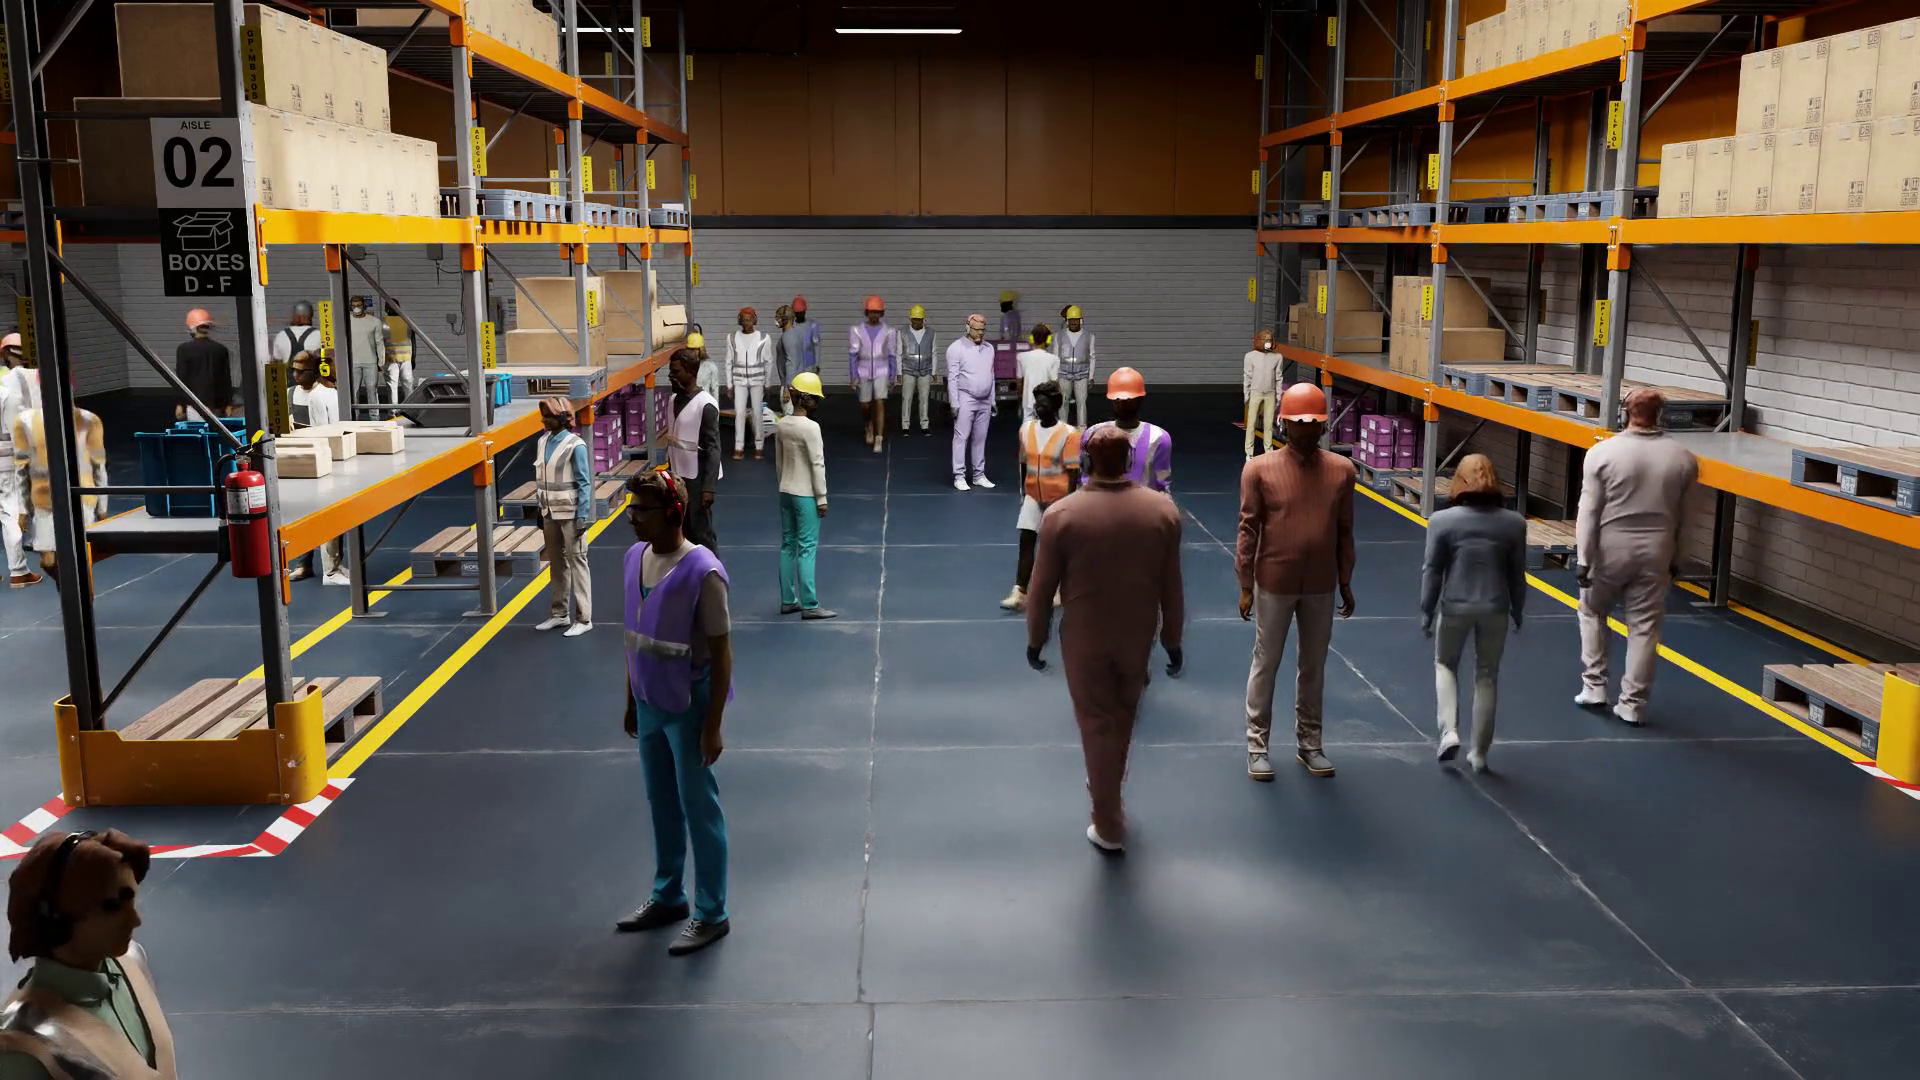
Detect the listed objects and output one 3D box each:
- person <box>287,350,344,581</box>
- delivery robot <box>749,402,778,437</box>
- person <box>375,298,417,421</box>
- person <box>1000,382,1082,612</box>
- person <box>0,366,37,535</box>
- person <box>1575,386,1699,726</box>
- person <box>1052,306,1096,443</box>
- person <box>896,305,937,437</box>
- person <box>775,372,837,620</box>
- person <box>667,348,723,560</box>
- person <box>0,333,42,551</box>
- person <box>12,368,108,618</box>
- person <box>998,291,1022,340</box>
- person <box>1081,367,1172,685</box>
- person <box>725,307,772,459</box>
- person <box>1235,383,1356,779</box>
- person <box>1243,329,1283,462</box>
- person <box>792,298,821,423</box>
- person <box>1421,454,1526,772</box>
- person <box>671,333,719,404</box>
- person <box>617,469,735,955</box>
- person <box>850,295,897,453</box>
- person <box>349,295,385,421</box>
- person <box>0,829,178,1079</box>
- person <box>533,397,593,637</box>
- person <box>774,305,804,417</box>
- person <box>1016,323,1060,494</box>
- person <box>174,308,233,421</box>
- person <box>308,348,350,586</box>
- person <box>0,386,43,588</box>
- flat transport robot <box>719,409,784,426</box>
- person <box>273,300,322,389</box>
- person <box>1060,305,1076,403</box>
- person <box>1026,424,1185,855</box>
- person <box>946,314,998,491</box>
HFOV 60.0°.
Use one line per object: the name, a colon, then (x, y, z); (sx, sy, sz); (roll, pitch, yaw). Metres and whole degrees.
person: (-5.113, -0.585, 13.165); (0.506, 1.841, 0.346); (0, 10, 2)
delivery robot: (-2.601, -1.580, 22.026); (0.477, 0.478, 0.707); (-2, 10, -10)
person: (-8.433, -2.685, 24.859); (0.621, 1.845, 0.429); (-8, 13, -39)
person: (0.584, -0.291, 11.983); (0.557, 1.660, 0.793); (7, 12, 32)
person: (-8.341, -0.905, 14.982); (0.640, 1.828, 0.429); (2, 10, 12)
person: (3.753, 0.074, 9.365); (0.661, 1.880, 0.652); (0, 10, 2)
person: (1.521, -2.216, 22.271); (0.590, 1.833, 0.403); (1, 10, 7)
person: (-0.593, -2.325, 22.912); (0.587, 1.822, 0.403); (-2, 10, -12)
person: (-1.113, -0.314, 11.891); (0.335, 1.759, 0.523); (-8, 13, -38)
person: (-1.942, -0.433, 12.096); (0.378, 1.917, 0.598); (-8, 13, -38)
person: (-8.188, -0.864, 14.594); (0.498, 1.886, 0.652); (0, 10, -2)
person: (-6.044, -0.278, 11.233); (0.563, 1.917, 0.613); (-4, 11, -19)
person: (0.781, -3.134, 27.280); (1.015, 1.867, 0.603); (6, 12, 28)
person: (0.998, -0.077, 10.062); (0.547, 1.938, 0.377); (2, 10, 12)
person: (-2.614, -1.935, 20.557); (0.583, 1.883, 0.337); (0, 10, 1)
person: (1.684, 0.209, 8.307); (0.624, 1.992, 0.390); (-2, 10, -11)
person: (3.682, -1.745, 20.227); (0.497, 1.629, 0.276); (-1, 10, -7)
person: (-2.328, -2.615, 24.425); (0.550, 1.879, 0.732); (-2, 10, -11)
person: (2.608, 0.371, 8.460); (0.520, 1.620, 0.352); (2, 10, 11)
person: (-2.860, -1.372, 17.955); (0.502, 1.698, 0.915); (0, 10, -2)
person: (-1.070, 0.638, 6.336); (0.567, 1.844, 0.375); (10, 14, 44)
person: (-1.107, -2.152, 21.425); (0.604, 2.017, 0.867); (0, 10, 2)
person: (-8.434, -2.481, 23.452); (0.636, 1.938, 0.355); (-3, 11, -17)
person: (-1.599, 1.325, 3.089); (0.310, 1.636, 0.523); (-1, 10, -6)
person: (-2.714, -0.161, 11.364); (0.525, 1.639, 0.307); (9, 13, 40)
person: (-2.022, -1.823, 19.789); (0.355, 1.937, 0.634); (0, 10, 0)
person: (0.824, -1.413, 17.889); (0.533, 1.815, 1.025); (3, 11, 18)
person: (-8.084, -1.497, 17.878); (0.797, 1.976, 0.620); (5, 11, 25)
person: (-4.904, -0.579, 13.047); (0.328, 1.873, 0.513); (-2, 10, -13)
person: (-7.494, -0.557, 12.882); (0.574, 1.887, 0.355); (0, 10, 0)
flat transport robot: (-3.045, -1.751, 24.033); (0.652, 0.197, 1.431); (-8, 13, -37)
person: (-7.899, -1.910, 19.989); (0.691, 2.000, 0.982); (0, 10, 1)
person: (1.807, -3.103, 27.768); (0.282, 1.633, 0.498); (2, 10, 9)
person: (0.614, 0.407, 7.534); (0.679, 1.868, 0.905); (-3, 11, -15)
person: (0.157, -1.491, 18.048); (0.640, 1.902, 0.407); (-8, 13, -39)
